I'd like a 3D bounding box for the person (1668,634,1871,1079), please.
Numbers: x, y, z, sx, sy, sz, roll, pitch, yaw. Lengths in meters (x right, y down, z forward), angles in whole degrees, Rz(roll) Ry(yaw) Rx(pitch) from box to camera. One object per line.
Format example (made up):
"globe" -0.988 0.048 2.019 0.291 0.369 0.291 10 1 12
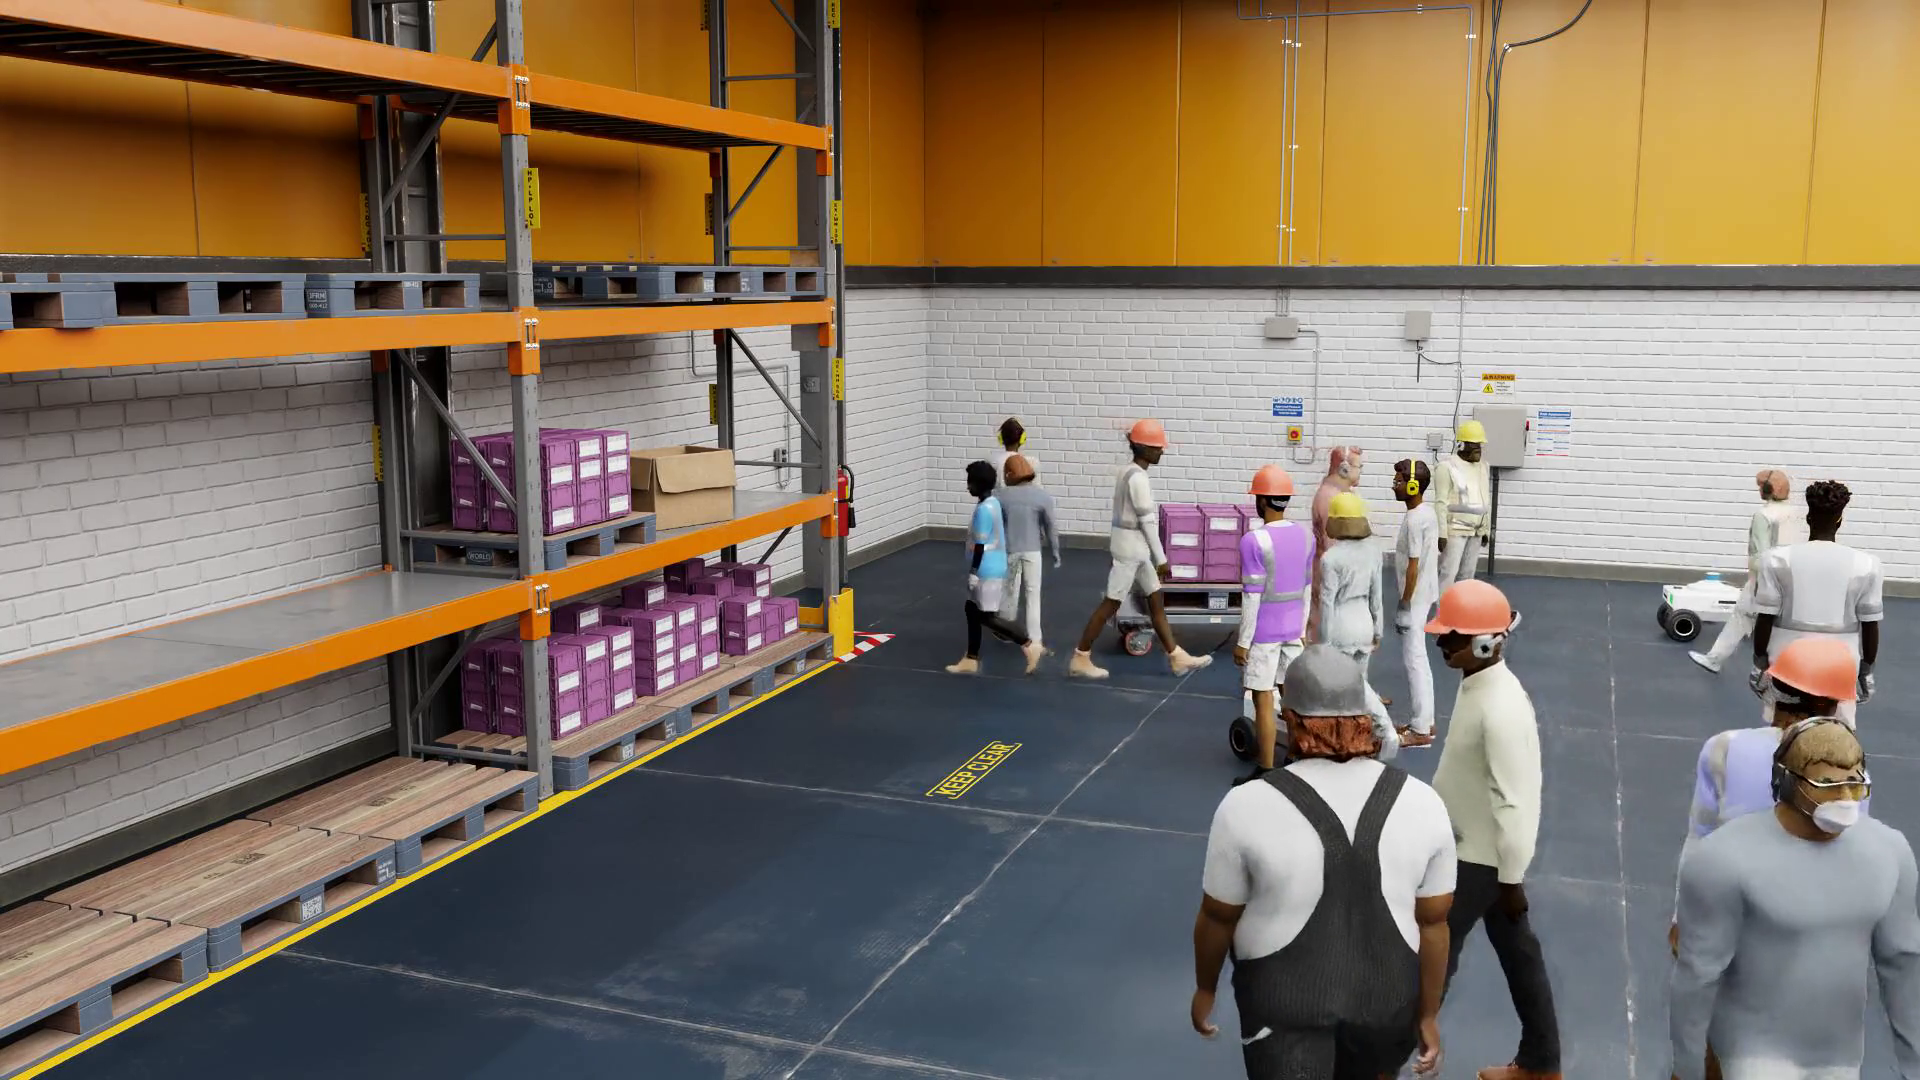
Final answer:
"person" 2.525 1.243 5.328 0.676 1.912 0.574 -6 11 -32

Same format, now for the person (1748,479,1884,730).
"person" 4.526 0.656 8.825 0.611 1.964 0.364 4 10 23

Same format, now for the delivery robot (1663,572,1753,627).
"delivery robot" 6.254 0.512 13.859 0.707 0.478 0.477 2 9 13

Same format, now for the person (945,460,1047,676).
"person" 0.270 0.226 12.464 0.714 1.669 0.528 1 9 3

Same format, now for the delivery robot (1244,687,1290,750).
"delivery robot" 2.068 1.086 10.246 0.477 0.478 0.707 -5 10 -26

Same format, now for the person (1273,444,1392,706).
"person" 2.559 0.253 11.692 0.920 1.871 0.646 2 9 13

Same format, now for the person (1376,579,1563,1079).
"person" 1.796 1.103 6.085 0.989 1.947 0.641 2 9 14

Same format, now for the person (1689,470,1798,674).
"person" 5.934 0.273 12.387 0.529 1.594 0.842 -5 11 -31

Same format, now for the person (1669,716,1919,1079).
"person" 2.247 1.410 4.320 0.635 1.900 0.951 -2 9 -13

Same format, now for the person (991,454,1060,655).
"person" 0.518 0.107 13.445 0.575 1.593 0.739 1 9 4

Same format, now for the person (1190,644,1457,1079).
"person" 1.021 1.252 4.857 0.698 2.000 1.021 -1 9 -6

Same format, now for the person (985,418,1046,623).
"person" 0.473 -0.125 14.204 0.517 1.819 0.982 3 9 17

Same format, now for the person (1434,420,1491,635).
"person" 4.230 -0.094 13.970 0.600 1.827 0.404 -6 11 -33

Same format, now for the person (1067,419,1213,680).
"person" 1.316 0.086 12.396 1.103 1.979 0.597 1 9 5

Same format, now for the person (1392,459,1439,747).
"person" 2.933 0.403 10.753 0.331 1.863 0.512 4 10 22

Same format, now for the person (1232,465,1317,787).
"person" 1.810 0.527 9.731 0.549 1.936 0.377 -6 11 -33

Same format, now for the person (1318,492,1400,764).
"person" 2.397 0.571 10.120 0.483 1.726 0.514 -6 11 -32
